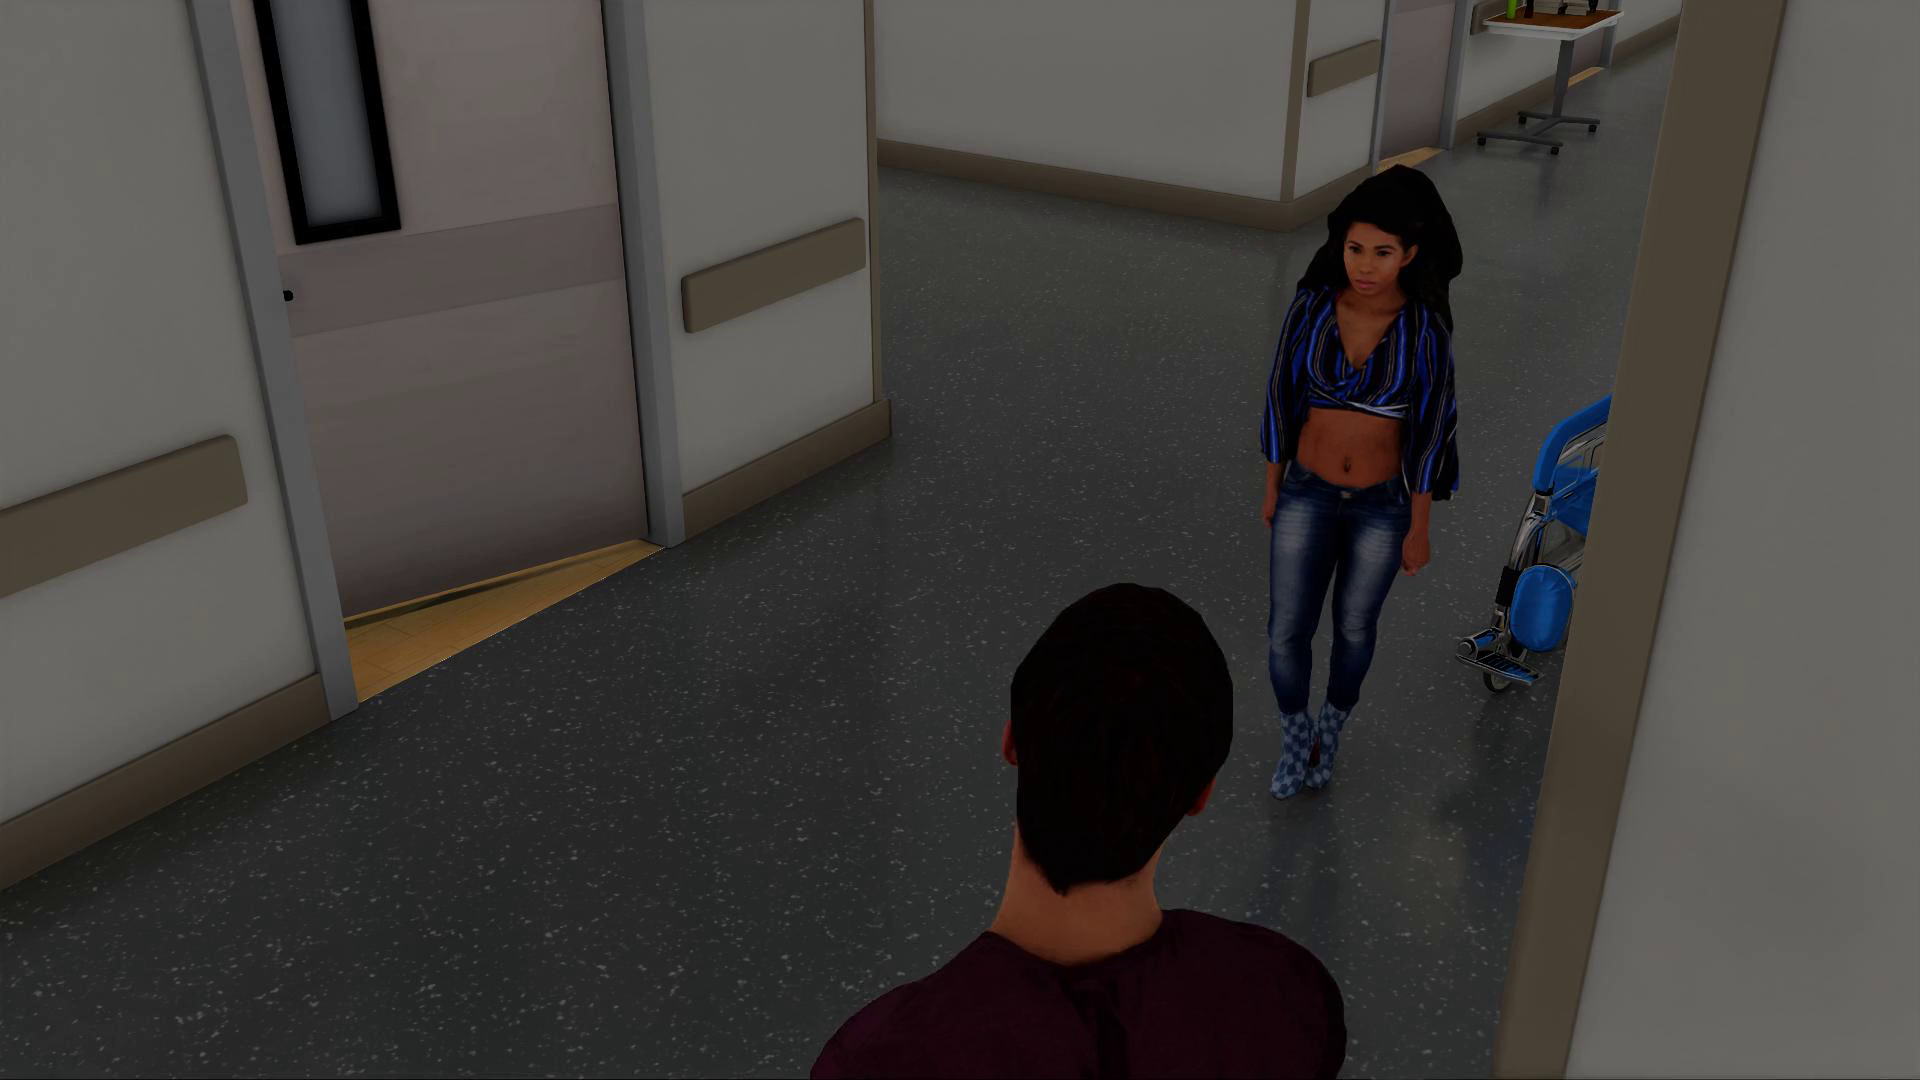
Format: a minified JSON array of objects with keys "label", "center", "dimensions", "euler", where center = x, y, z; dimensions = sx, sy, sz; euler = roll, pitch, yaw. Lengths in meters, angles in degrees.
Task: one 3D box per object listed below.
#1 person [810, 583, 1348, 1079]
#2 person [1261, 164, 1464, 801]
[{"label":"person","center":[0.125,0.954,1.620],"dimensions":[1.109,1.812,1.135],"euler":[-9,27,-18]},{"label":"person","center":[0.962,-0.113,4.067],"dimensions":[0.699,1.608,0.691],"euler":[10,27,20]}]
